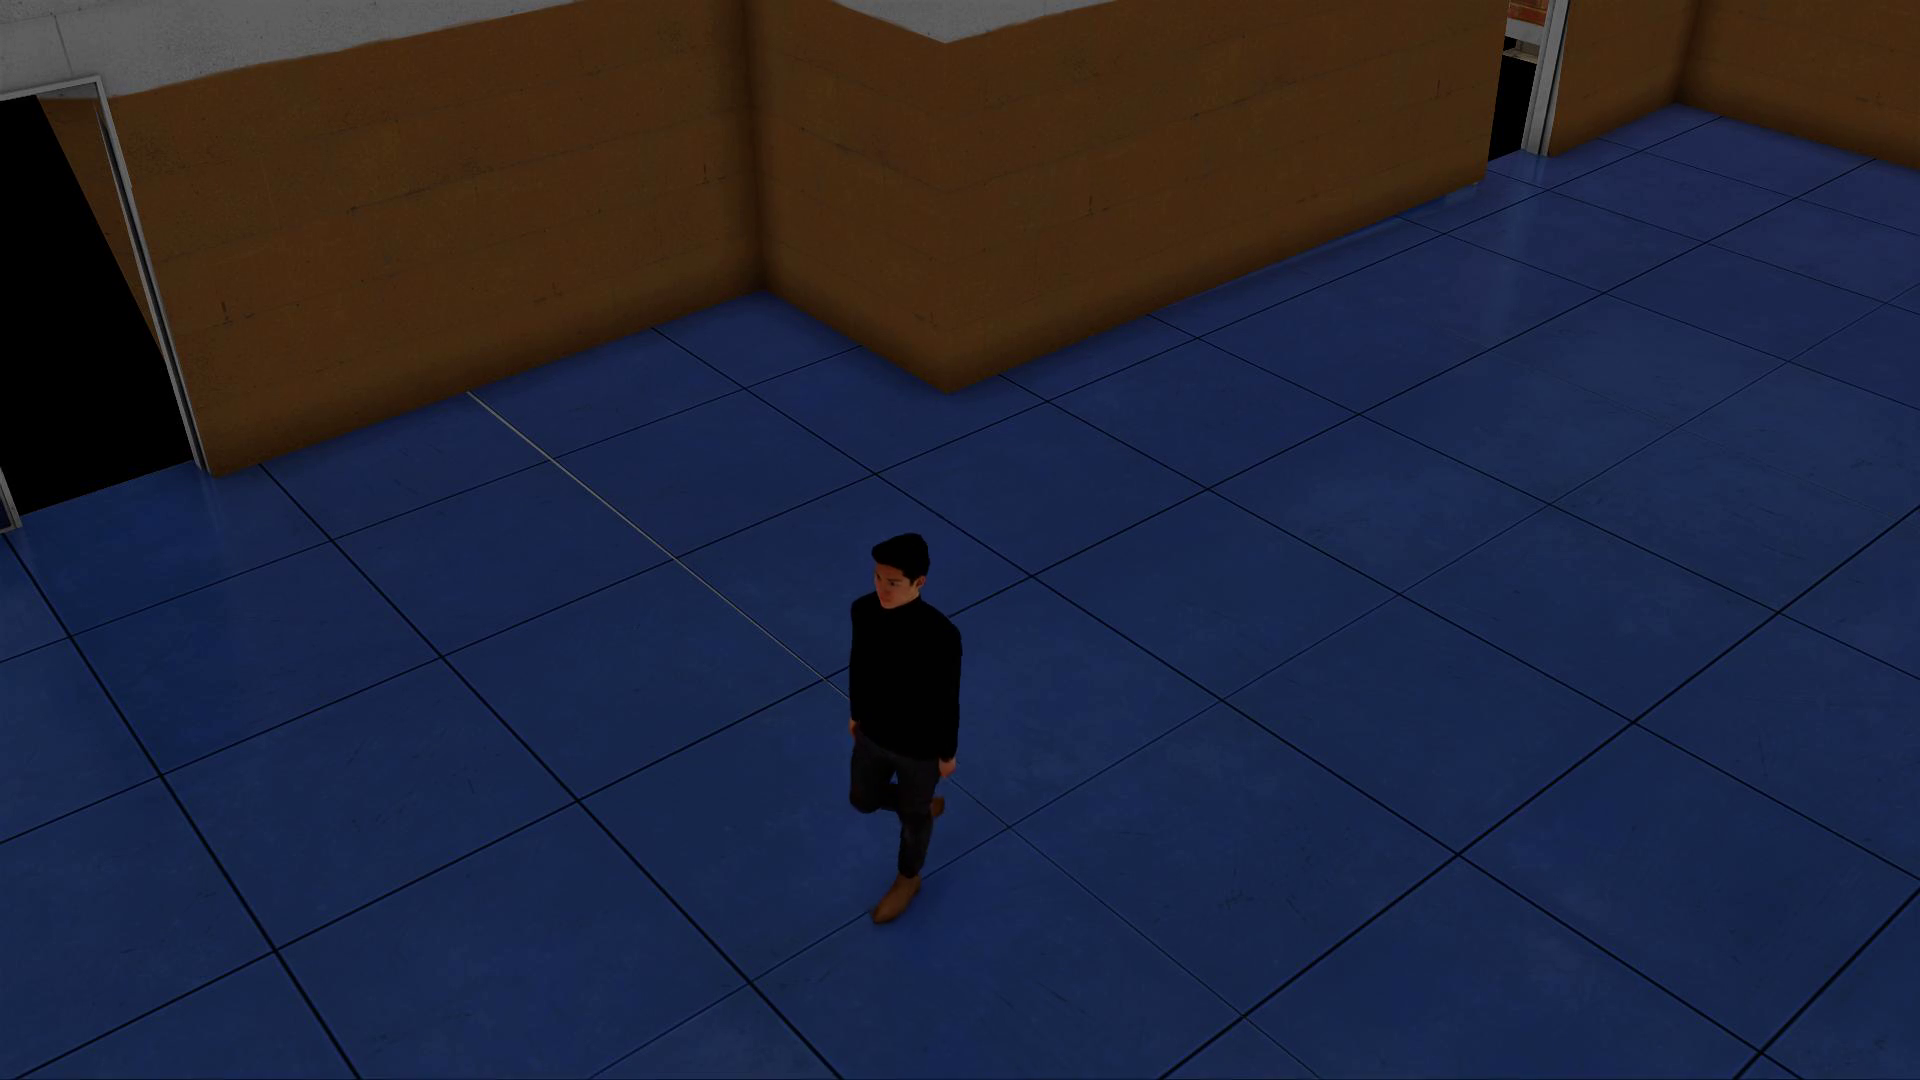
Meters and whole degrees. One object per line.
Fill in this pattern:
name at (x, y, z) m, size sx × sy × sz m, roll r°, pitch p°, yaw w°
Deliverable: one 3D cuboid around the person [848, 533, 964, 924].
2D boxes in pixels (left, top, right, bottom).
person at (-0.186, 0.677, 6.366) m, size 0.785 × 1.717 × 0.811 m, roll 23°, pitch 40°, yaw 30°
